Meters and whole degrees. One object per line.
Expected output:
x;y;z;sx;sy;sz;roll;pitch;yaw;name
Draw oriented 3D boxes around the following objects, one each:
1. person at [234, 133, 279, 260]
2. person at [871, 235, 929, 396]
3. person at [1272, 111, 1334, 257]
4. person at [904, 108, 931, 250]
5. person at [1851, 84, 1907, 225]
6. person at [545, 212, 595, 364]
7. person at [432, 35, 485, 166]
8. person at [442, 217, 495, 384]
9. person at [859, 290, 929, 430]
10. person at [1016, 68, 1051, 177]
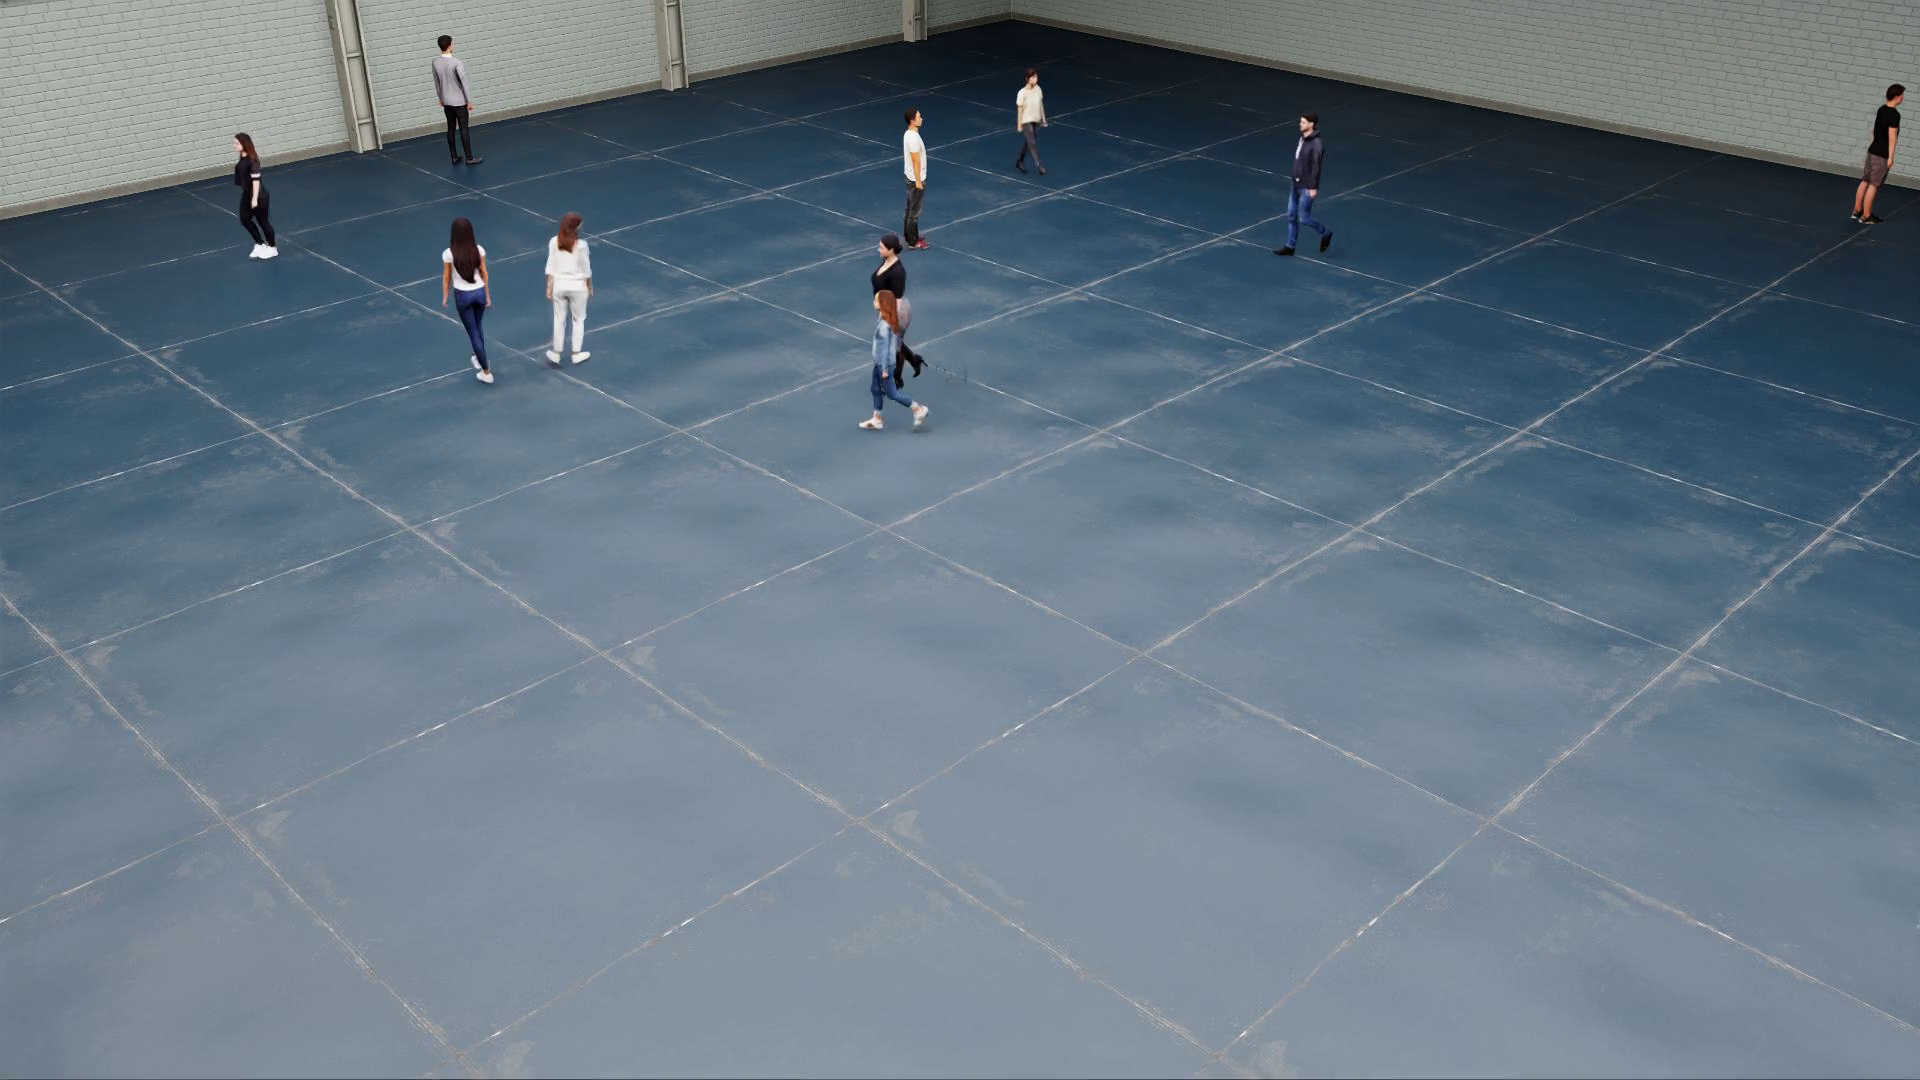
-8.922;-4.393;21.220;0.623;1.627;0.618;22;35;35;person
-0.596;-2.318;17.199;0.954;1.743;0.852;-7;29;-14;person
4.466;-4.525;21.206;1.133;1.873;0.990;-7;29;-13;person
-0.602;-4.715;21.636;0.730;1.804;0.716;-5;28;-9;person
12.497;-5.261;22.599;0.815;1.862;0.755;0;28;0;person
-4.261;-2.706;18.022;0.831;1.656;0.880;-5;29;-10;person
-7.654;-6.651;25.144;0.829;1.923;0.800;10;30;18;person
-5.111;-2.491;17.515;0.840;1.752;0.732;-22;35;-35;person
-0.663;-1.758;16.453;0.999;1.456;0.926;0;28;-1;person
0.995;-6.188;24.677;0.959;1.546;0.674;-24;36;-37;person
